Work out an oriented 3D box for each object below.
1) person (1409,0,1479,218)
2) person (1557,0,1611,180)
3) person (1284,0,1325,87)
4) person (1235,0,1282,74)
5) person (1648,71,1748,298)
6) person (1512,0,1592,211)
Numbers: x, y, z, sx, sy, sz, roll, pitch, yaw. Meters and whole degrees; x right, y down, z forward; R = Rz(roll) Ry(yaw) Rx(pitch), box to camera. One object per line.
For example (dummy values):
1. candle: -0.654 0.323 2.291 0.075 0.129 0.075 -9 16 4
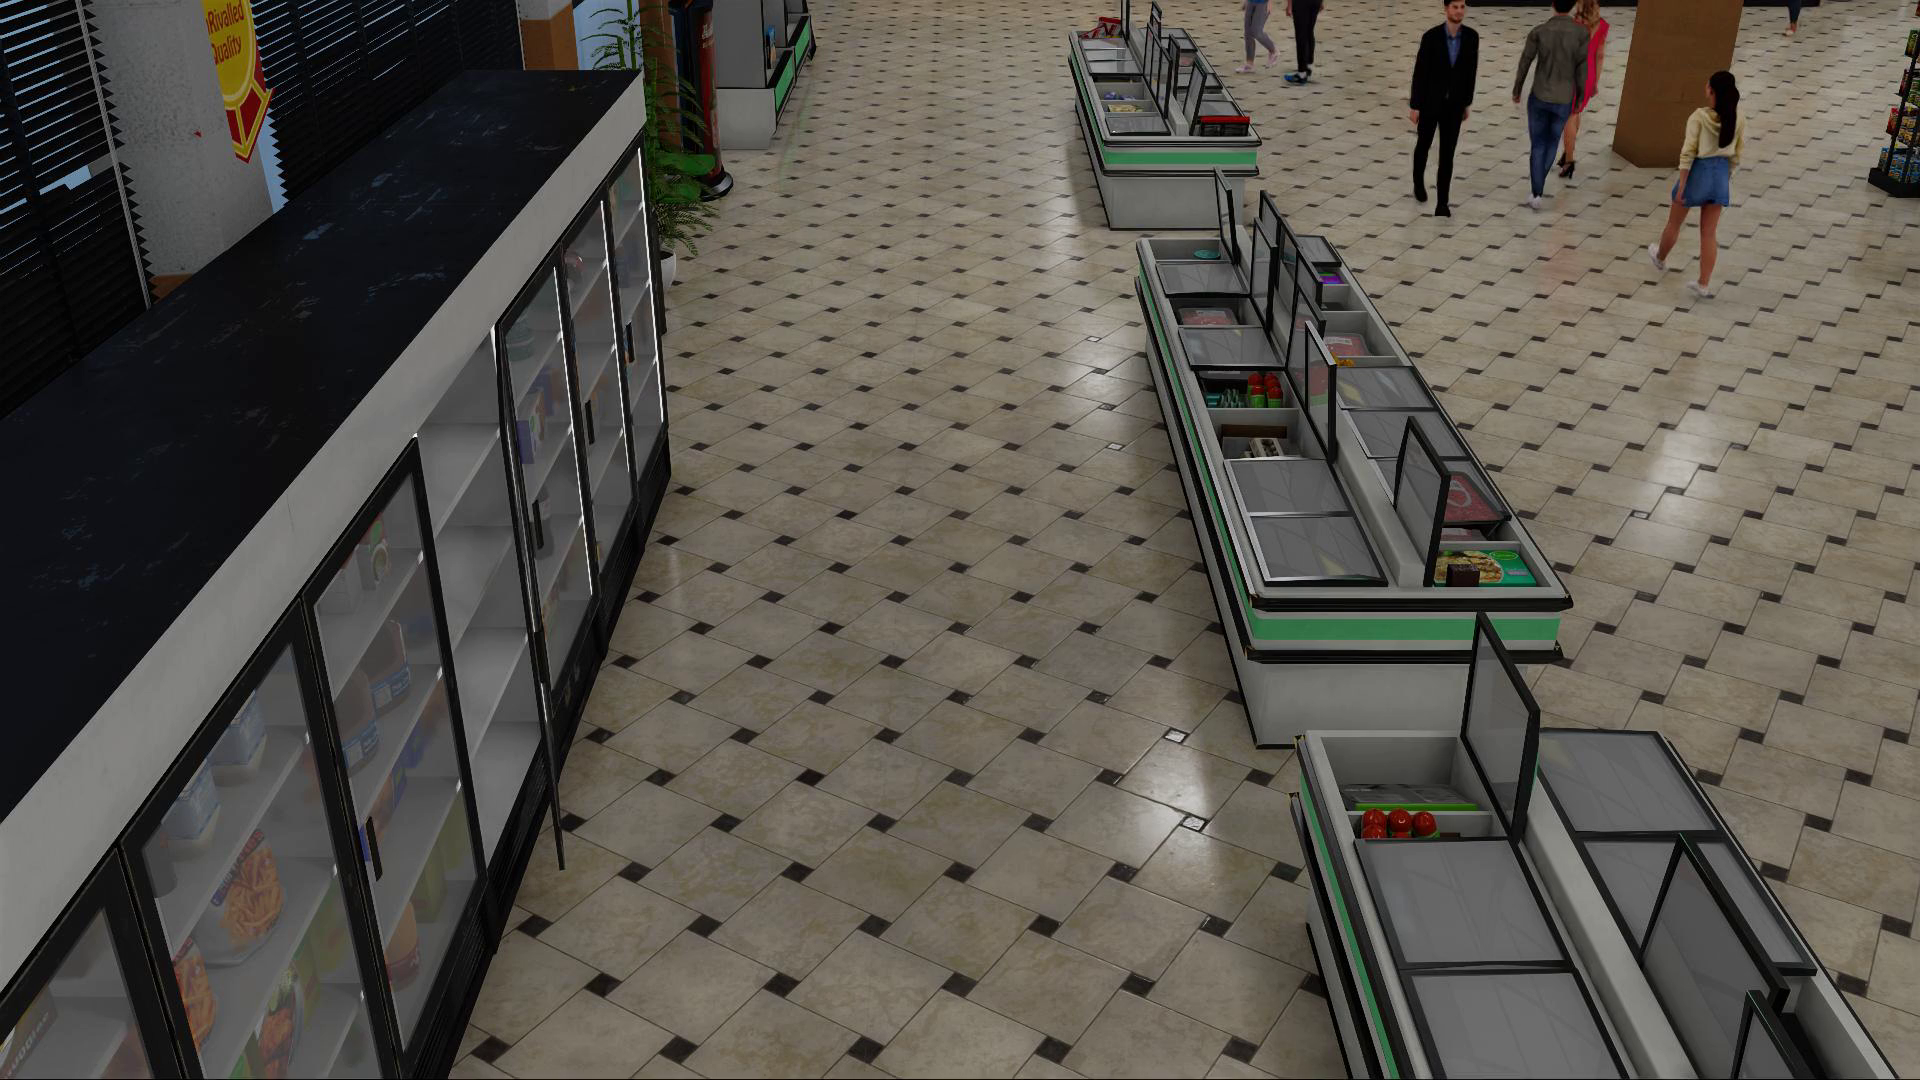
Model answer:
1. person: 4.087 -3.736 14.228 0.728 1.841 1.216 1 27 1
2. person: 5.680 -4.178 15.245 0.592 1.710 0.729 -2 27 -5
3. person: 4.007 -6.138 19.009 0.830 1.801 0.862 -15 31 -27
4. person: 3.570 -6.308 19.573 0.813 1.594 0.817 -11 29 -21
5. person: 5.508 -2.574 12.234 0.693 1.572 1.120 -1 27 -3
6. person: 5.065 -3.741 14.252 0.857 1.828 1.143 5 27 10
